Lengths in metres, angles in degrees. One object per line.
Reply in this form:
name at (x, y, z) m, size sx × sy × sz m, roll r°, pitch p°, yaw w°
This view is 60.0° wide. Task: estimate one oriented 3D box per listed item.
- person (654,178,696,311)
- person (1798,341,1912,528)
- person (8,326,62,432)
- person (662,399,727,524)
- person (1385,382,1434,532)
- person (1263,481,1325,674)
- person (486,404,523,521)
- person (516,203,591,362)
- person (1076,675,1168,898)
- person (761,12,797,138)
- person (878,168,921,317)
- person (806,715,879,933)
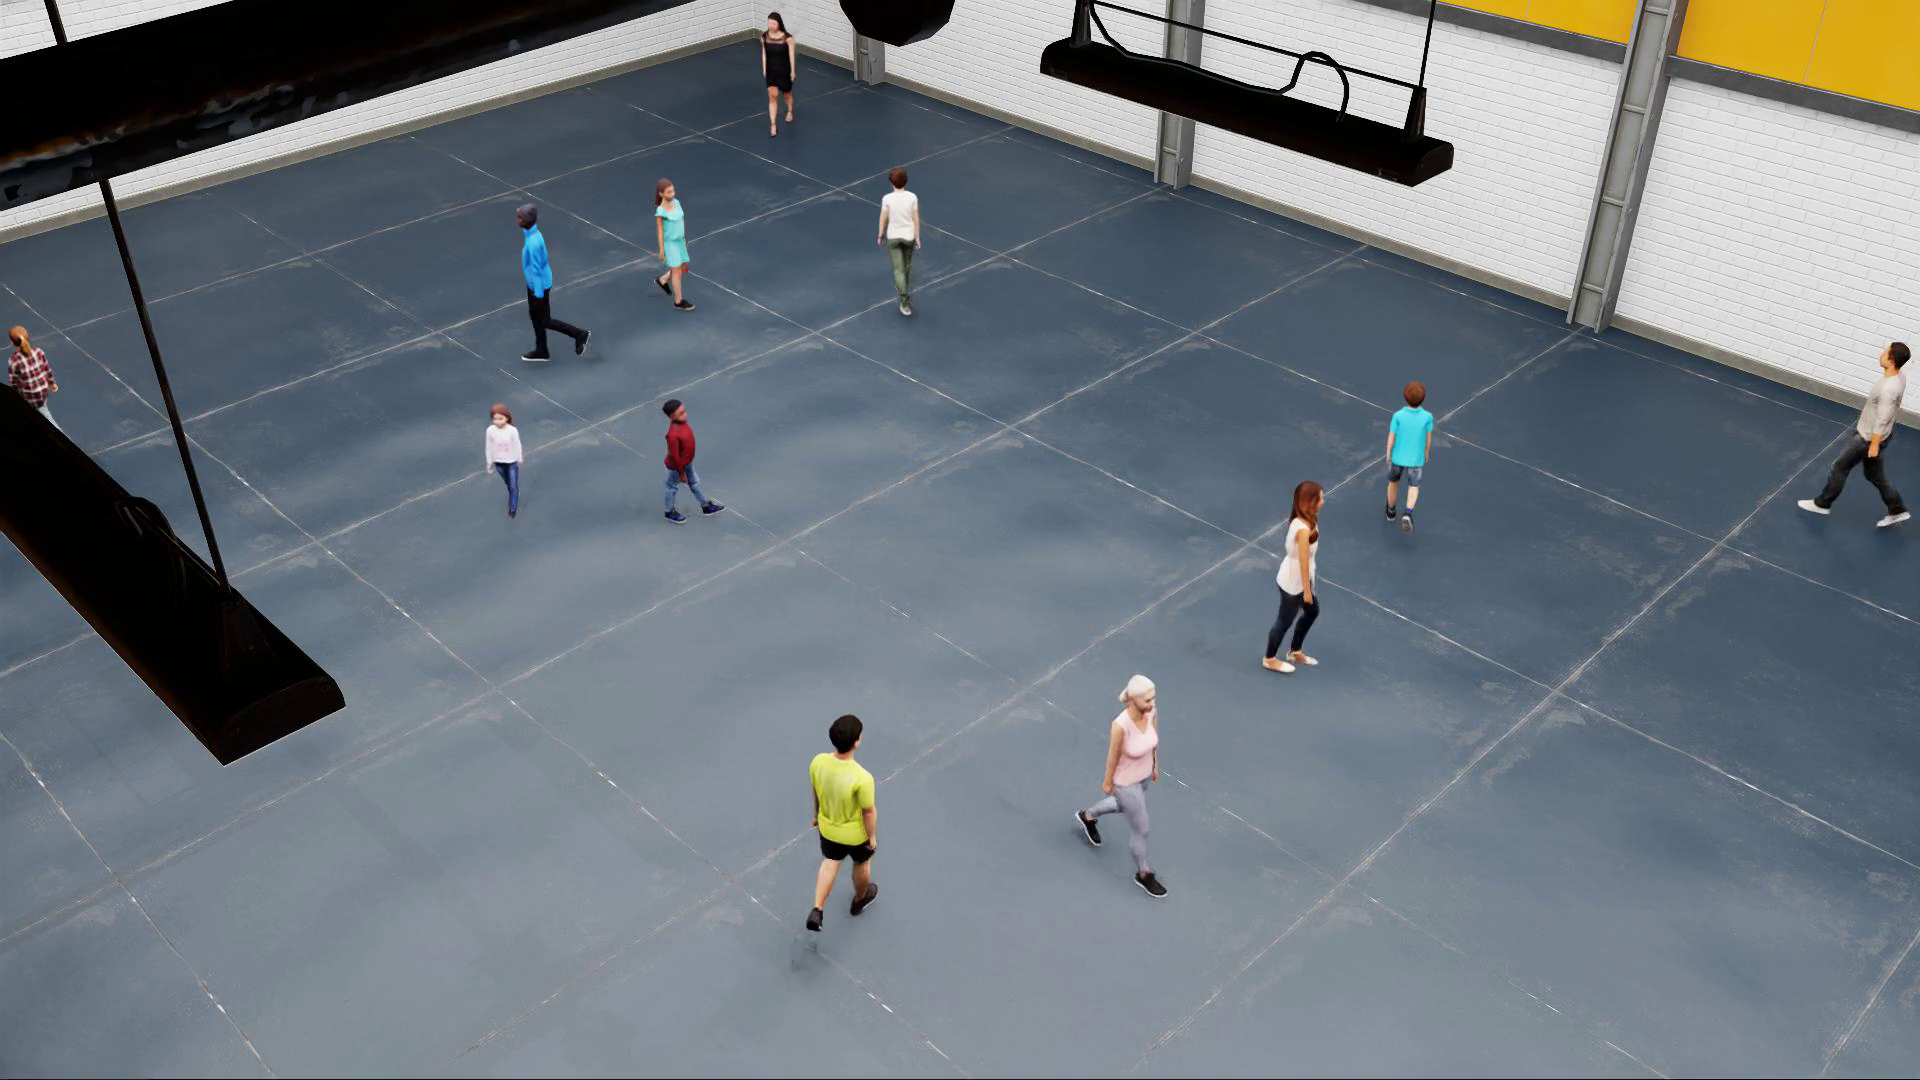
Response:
person at (-3.285, -3.339, 18.691) m, size 0.861 × 1.548 × 0.704 m, roll 15°, pitch 37°, yaw 22°
person at (8.239, -0.900, 14.811) m, size 1.180 × 1.781 × 0.774 m, roll 22°, pitch 39°, yaw 29°
person at (-8.891, -1.427, 16.066) m, size 0.936 × 1.269 × 0.707 m, roll 15°, pitch 36°, yaw 21°
person at (-2.594, -0.711, 15.017) m, size 0.861 × 1.237 × 0.741 m, roll 7°, pitch 34°, yaw 10°
person at (4.011, -0.731, 14.867) m, size 0.817 × 1.437 × 0.822 m, roll 7°, pitch 34°, yaw 10°
person at (2.540, 0.295, 13.021) m, size 0.808 × 1.773 × 0.757 m, roll 8°, pitch 35°, yaw 12°
person at (-4.158, -0.766, 15.245) m, size 0.769 × 1.076 × 0.803 m, roll 2°, pitch 34°, yaw 3°
person at (-4.332, -2.668, 17.475) m, size 0.971 × 1.775 × 1.021 m, roll -9°, pitch 35°, yaw -13°
person at (1.094, 1.556, 11.194) m, size 1.091 × 1.695 × 0.535 m, roll 29°, pitch 43°, yaw 36°
person at (-2.521, -6.599, 23.480) m, size 1.092 × 1.676 × 1.081 m, roll 6°, pitch 34°, yaw 9°
person at (-0.649, -3.303, 18.580) m, size 1.002 × 1.610 × 1.188 m, roll -6°, pitch 34°, yaw -10°
person at (-0.780, 1.870, 10.726) m, size 0.939 × 1.689 × 0.876 m, roll 15°, pitch 37°, yaw 22°
